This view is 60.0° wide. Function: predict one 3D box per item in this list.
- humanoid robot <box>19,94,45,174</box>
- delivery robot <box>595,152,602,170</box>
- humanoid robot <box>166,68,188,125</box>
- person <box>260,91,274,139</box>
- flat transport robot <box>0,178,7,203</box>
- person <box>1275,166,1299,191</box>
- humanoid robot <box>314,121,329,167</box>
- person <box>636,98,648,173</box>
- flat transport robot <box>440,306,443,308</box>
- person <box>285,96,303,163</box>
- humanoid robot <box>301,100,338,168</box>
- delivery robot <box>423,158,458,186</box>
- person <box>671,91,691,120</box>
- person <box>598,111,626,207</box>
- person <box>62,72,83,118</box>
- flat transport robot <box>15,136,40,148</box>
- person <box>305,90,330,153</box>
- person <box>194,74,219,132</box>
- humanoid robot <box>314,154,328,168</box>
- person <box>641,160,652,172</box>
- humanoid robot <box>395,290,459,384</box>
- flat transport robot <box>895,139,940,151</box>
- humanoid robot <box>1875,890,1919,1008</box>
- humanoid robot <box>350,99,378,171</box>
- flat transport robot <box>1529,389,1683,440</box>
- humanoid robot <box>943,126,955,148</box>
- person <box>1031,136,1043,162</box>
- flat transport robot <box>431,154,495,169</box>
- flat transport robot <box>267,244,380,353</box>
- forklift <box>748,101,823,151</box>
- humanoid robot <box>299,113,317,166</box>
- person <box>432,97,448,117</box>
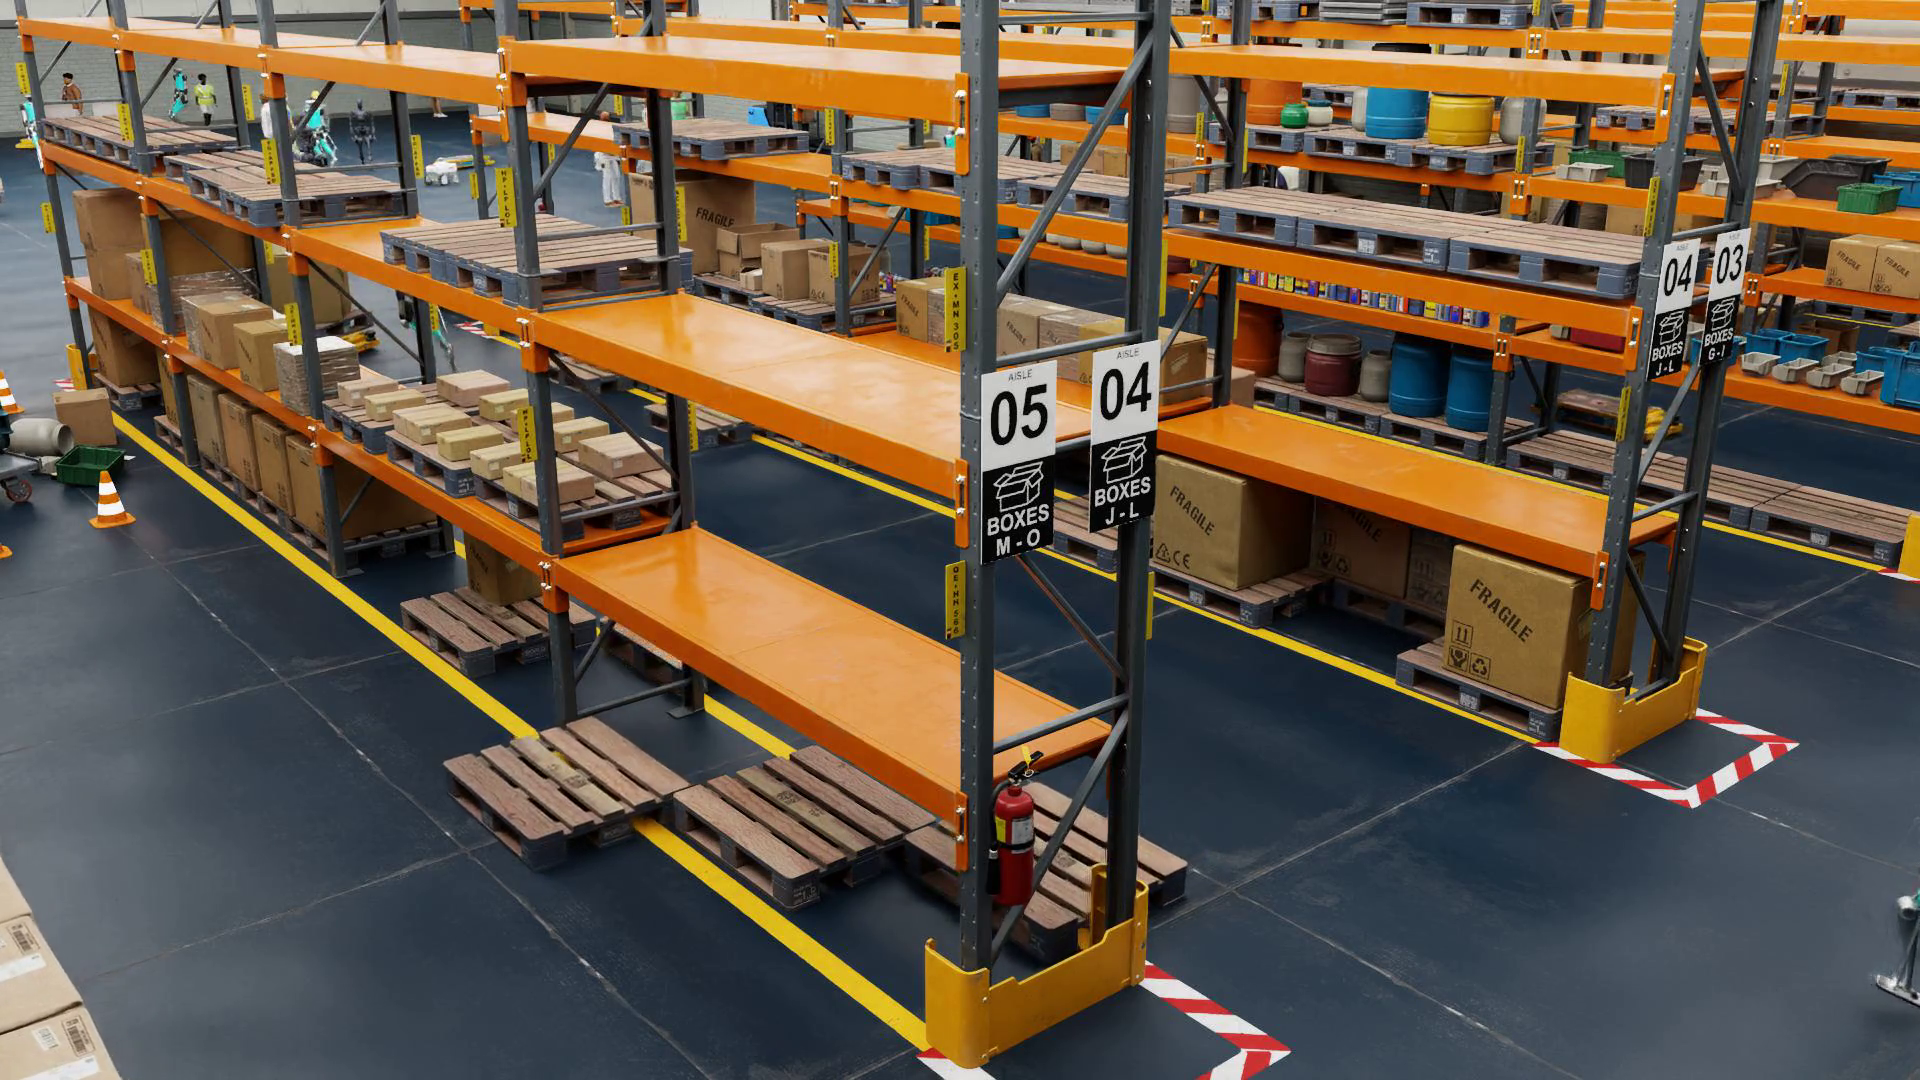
[{"bbox_3d":[-21.210,-9.321,38.298,0.557,1.792,0.937,-12,23,-30],"label":"humanoid robot"},{"bbox_3d":[-8.346,-8.981,39.067,0.513,0.595,0.767,-1,19,-3],"label":"delivery robot"},{"bbox_3d":[-22.111,-12.420,46.866,0.533,1.677,0.735,12,23,31],"label":"humanoid robot"},{"bbox_3d":[-15.484,-9.105,37.406,0.433,1.906,0.512,4,20,12],"label":"person"},{"bbox_3d":[-19.140,-6.313,31.903,0.659,0.231,1.431,-1,19,-3],"label":"flat transport robot"},{"bbox_3d":[5.334,-5.491,27.204,0.385,1.836,0.562,15,24,36],"label":"person"},{"bbox_3d":[-14.661,-9.220,38.058,0.441,1.641,0.615,1,19,4],"label":"humanoid robot"},{"bbox_3d":[-7.138,-9.149,37.566,0.840,1.868,0.579,6,20,16],"label":"person"},{"bbox_3d":[-7.061,-3.529,23.980,1.431,0.231,0.659,-1,19,-4],"label":"flat transport robot"},{"bbox_3d":[-15.336,-9.229,37.839,0.531,1.846,1.020,13,23,33],"label":"person"},{"bbox_3d":[-14.031,-8.710,36.657,0.751,1.890,0.543,13,23,33],"label":"humanoid robot"},{"bbox_3d":[-11.372,-8.045,36.422,0.499,0.610,0.788,7,21,20],"label":"delivery robot"},{"bbox_3d":[-6.623,-9.830,39.428,0.497,1.914,1.072,-7,21,-19],"label":"person"},{"bbox_3d":[-6.963,-7.554,33.011,0.382,1.880,0.603,9,21,24],"label":"person"},{"bbox_3d":[-23.543,-11.462,44.163,0.779,1.855,0.397,9,21,25],"label":"person"},{"bbox_3d":[-24.123,-10.459,43.702,0.659,0.231,1.431,0,19,1],"label":"flat transport robot"},{"bbox_3d":[-15.427,-9.926,39.953,0.549,1.744,0.580,-11,22,-28],"label":"person"},{"bbox_3d":[-20.952,-12.126,46.320,0.818,1.657,0.547,16,25,38],"label":"person"},{"bbox_3d":[-10.720,-5.700,28.122,0.791,1.632,0.606,-2,19,-5],"label":"humanoid robot"},{"bbox_3d":[-5.229,-5.944,28.328,0.390,1.953,0.618,-2,19,-5],"label":"person"},{"bbox_3d":[-6.038,-2.557,19.085,0.880,1.824,0.548,16,25,37],"label":"humanoid robot"},{"bbox_3d":[-0.943,-7.844,36.259,0.659,0.231,1.431,-8,21,-21],"label":"flat transport robot"},{"bbox_3d":[4.667,1.471,7.628,1.038,1.774,0.543,7,21,19],"label":"humanoid robot"},{"bbox_3d":[-13.891,-9.429,38.720,0.599,1.632,0.757,-6,20,-16],"label":"humanoid robot"},{"bbox_3d":[6.895,-1.349,17.776,0.659,0.231,1.431,-13,23,-33],"label":"flat transport robot"},{"bbox_3d":[0.063,-7.059,31.852,1.038,1.742,0.561,-15,24,-37],"label":"humanoid robot"},{"bbox_3d":[1.402,-6.792,31.023,0.415,1.756,0.545,2,19,6],"label":"person"},{"bbox_3d":[-11.780,-8.953,39.416,0.659,0.231,1.431,11,22,28],"label":"flat transport robot"},{"bbox_3d":[-8.197,-2.528,21.130,1.431,0.231,0.659,5,20,13],"label":"flat transport robot"},{"bbox_3d":[-4.526,-11.368,42.374,1.129,2.768,1.873,-15,24,-37],"label":"forklift"},{"bbox_3d":[-13.897,-8.257,35.391,0.788,1.633,0.607,-2,19,-5],"label":"humanoid robot"},{"bbox_3d":[-16.268,-14.075,51.568,0.534,1.874,0.454,12,23,31],"label":"person"}]
